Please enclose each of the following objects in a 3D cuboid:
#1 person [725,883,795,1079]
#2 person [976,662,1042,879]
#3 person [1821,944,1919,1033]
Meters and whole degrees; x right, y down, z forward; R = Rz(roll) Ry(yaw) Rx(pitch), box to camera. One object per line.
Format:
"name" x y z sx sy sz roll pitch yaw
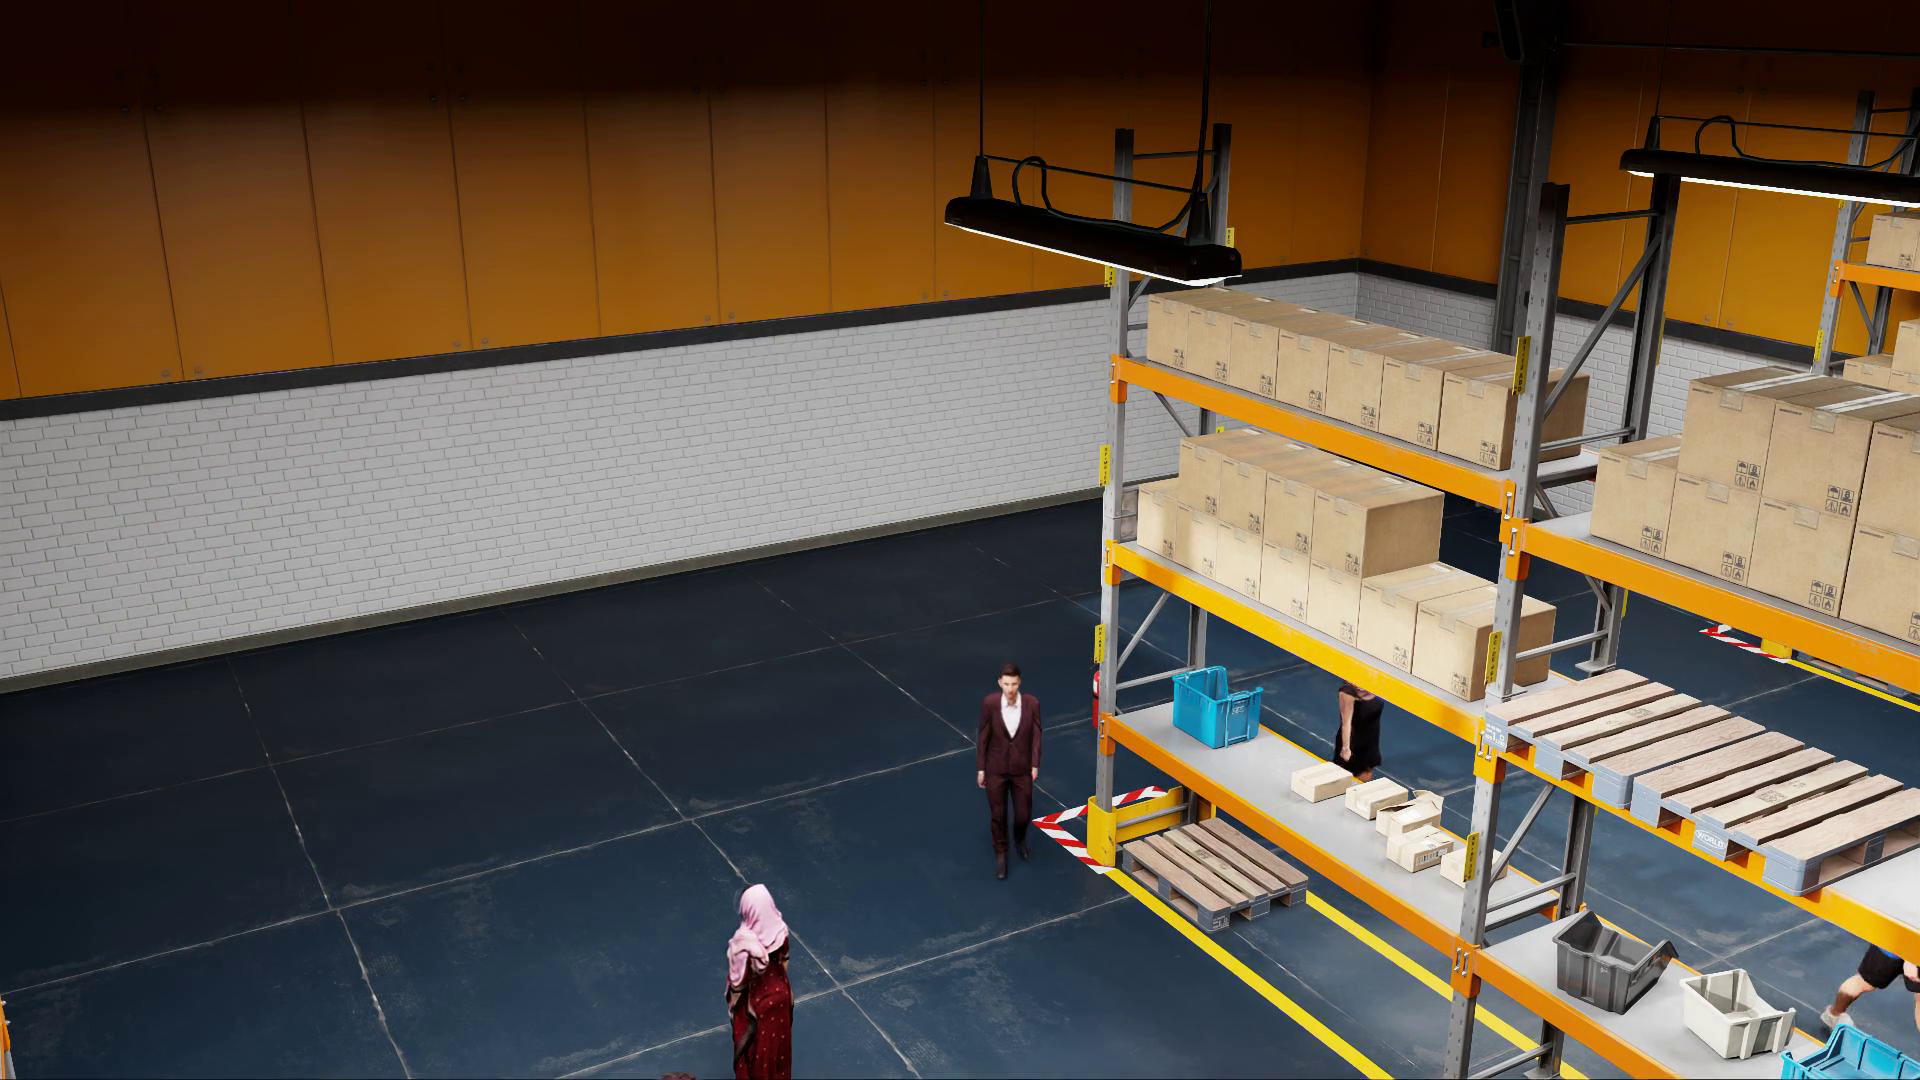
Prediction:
"person" -1.284 2.943 10.733 0.720 1.637 0.686 -17 25 -41
"person" 0.393 1.838 13.681 0.859 1.851 0.914 0 19 1
"person" 6.281 2.680 11.225 0.659 1.822 1.222 -9 21 -26
